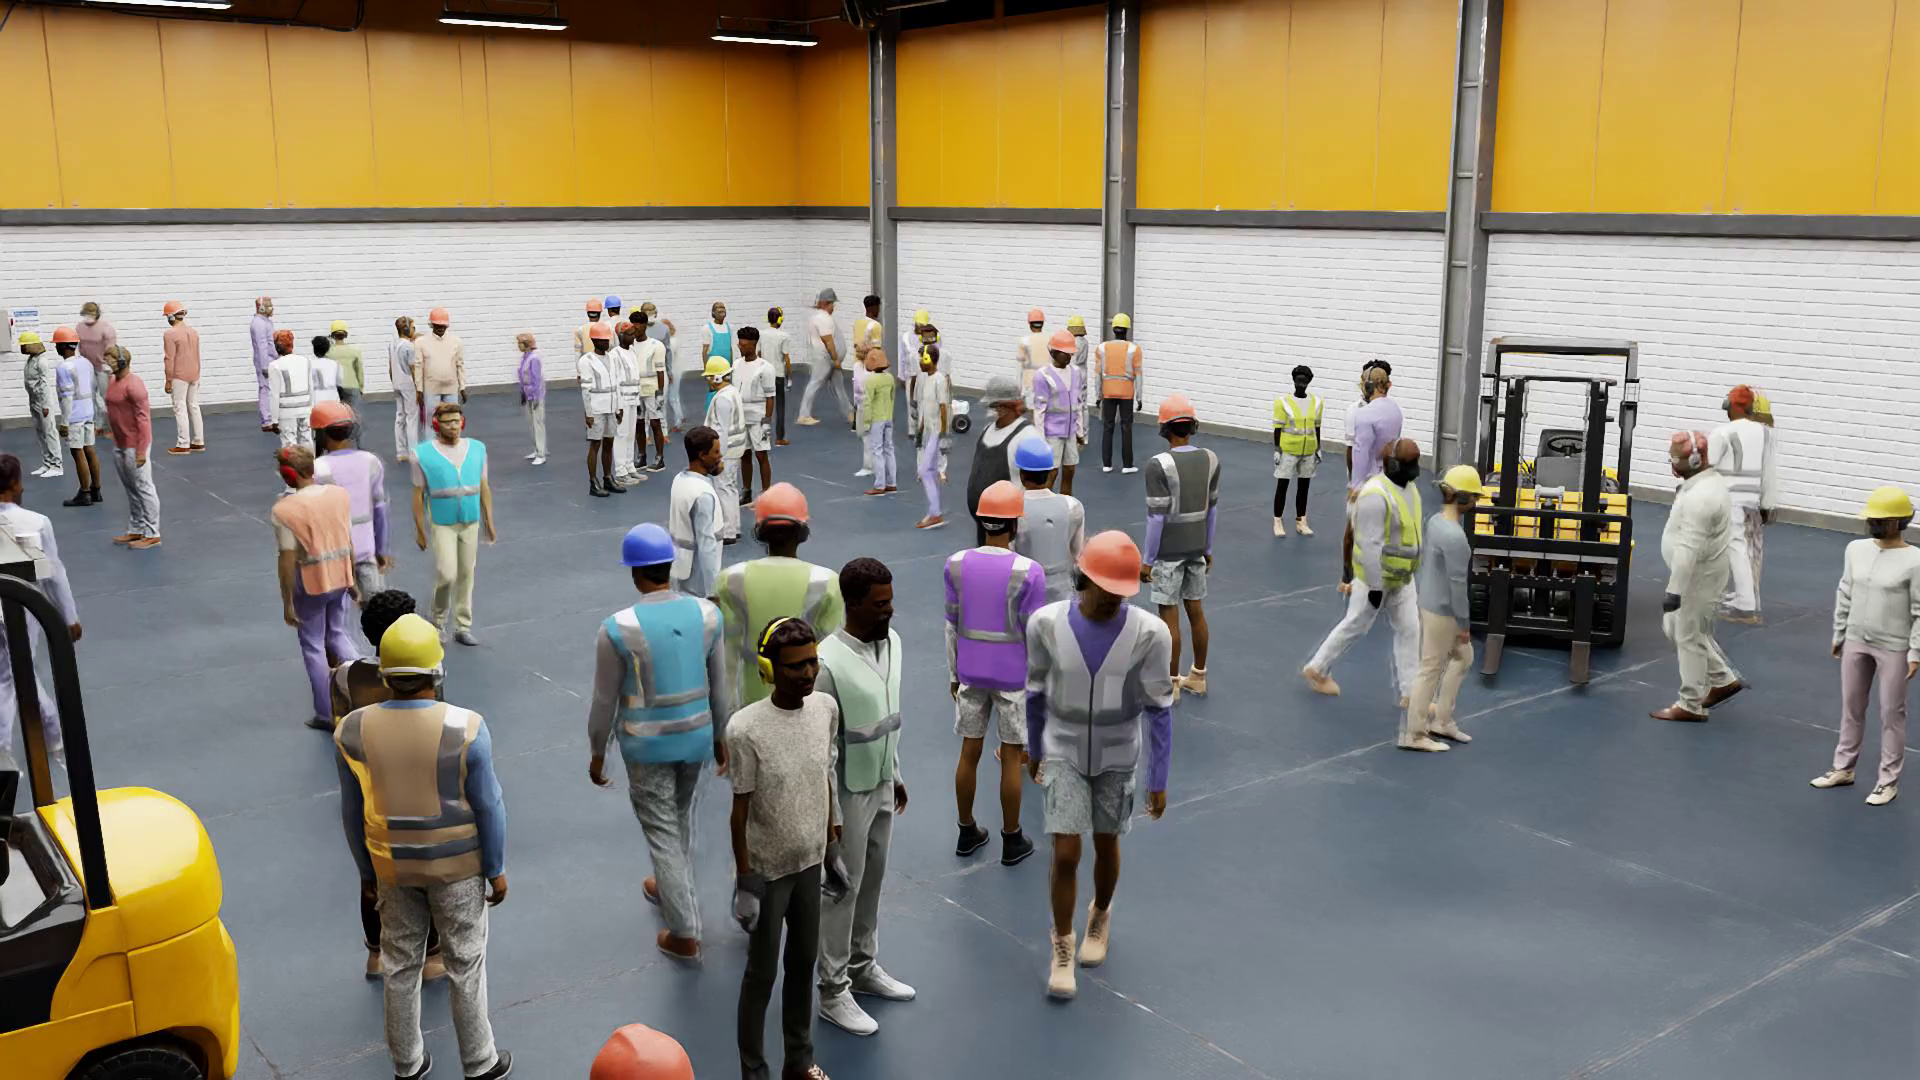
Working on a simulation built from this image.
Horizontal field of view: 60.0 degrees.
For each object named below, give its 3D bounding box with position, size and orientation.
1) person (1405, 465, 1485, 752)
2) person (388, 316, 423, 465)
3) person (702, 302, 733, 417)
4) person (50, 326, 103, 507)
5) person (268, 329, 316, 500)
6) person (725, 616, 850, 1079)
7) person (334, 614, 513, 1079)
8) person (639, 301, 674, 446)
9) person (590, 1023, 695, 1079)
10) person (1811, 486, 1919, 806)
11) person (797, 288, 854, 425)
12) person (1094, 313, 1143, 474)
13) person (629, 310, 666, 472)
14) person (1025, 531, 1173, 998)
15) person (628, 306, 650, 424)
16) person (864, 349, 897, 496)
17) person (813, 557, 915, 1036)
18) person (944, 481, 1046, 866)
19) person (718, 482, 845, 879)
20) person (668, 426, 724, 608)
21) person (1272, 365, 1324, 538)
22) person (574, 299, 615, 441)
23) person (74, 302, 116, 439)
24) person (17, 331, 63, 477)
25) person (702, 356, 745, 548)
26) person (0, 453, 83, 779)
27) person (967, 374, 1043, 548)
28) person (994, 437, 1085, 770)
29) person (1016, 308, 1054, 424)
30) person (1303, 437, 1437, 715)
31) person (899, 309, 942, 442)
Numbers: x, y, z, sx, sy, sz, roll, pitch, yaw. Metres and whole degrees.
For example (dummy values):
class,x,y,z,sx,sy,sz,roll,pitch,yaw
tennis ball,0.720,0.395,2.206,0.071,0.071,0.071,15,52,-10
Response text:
class,x,y,z,sx,sy,sz,roll,pitch,yaw
person,2.943,0.423,9.898,0.572,1.734,0.553,1,12,3
person,-6.871,-1.856,20.676,0.514,1.842,0.328,9,15,37
person,-3.403,-2.440,23.497,0.517,1.843,0.325,-10,16,-41
person,-9.529,-1.328,17.898,0.357,1.938,0.543,0,12,0
person,-7.312,-1.365,18.226,0.358,1.880,0.575,6,13,27
person,-0.600,1.177,5.967,0.335,1.873,0.520,11,16,41
person,-1.943,1.165,6.103,0.589,1.837,0.404,1,12,3
person,-4.143,-2.226,22.268,0.639,1.928,0.369,-8,14,-33
person,-0.584,1.791,3.307,0.563,1.742,0.338,-9,14,-36
person,5.030,0.574,9.130,0.331,1.768,0.527,-6,13,-26
person,-1.909,-2.697,24.259,1.034,2.000,0.690,0,12,-1
person,1.916,-1.758,20.006,0.594,1.922,0.386,4,12,20
person,-3.821,-1.796,20.128,0.598,1.958,0.373,5,13,23
person,0.567,0.912,6.935,0.624,1.989,0.818,2,12,8
person,-4.648,-2.513,24.097,0.294,1.744,0.484,3,12,14
person,-0.897,-1.314,18.586,0.287,1.627,0.497,8,14,33
person,-0.414,1.002,6.699,0.375,1.915,0.598,6,13,26
person,0.186,0.663,8.313,0.544,1.930,0.389,6,13,26
person,-0.834,0.751,7.682,0.609,2.017,0.821,2,12,9
person,-1.649,0.232,10.446,0.384,1.912,0.592,-5,13,-22
person,3.299,-0.869,16.260,0.537,1.697,0.320,-3,12,-14
person,-4.955,-2.316,22.675,0.553,1.933,0.370,0,12,1
person,-11.748,-2.313,22.746,0.647,1.896,0.572,2,12,10
person,-10.966,-1.616,19.787,0.485,1.737,0.321,10,15,40
person,-2.248,-0.841,15.853,0.403,1.817,0.601,0,12,0
person,-5.449,0.429,9.609,0.608,1.858,1.034,2,12,8
person,0.308,-0.219,12.295,0.535,2.000,0.690,-8,14,-34
person,0.443,0.368,9.676,0.605,1.951,0.380,-6,13,-28
person,1.014,-2.014,21.346,0.550,1.902,0.911,-2,12,-11
person,2.698,0.205,10.848,0.925,1.804,0.633,11,16,42
person,-0.537,-2.256,22.705,0.610,1.817,0.550,1,12,5
